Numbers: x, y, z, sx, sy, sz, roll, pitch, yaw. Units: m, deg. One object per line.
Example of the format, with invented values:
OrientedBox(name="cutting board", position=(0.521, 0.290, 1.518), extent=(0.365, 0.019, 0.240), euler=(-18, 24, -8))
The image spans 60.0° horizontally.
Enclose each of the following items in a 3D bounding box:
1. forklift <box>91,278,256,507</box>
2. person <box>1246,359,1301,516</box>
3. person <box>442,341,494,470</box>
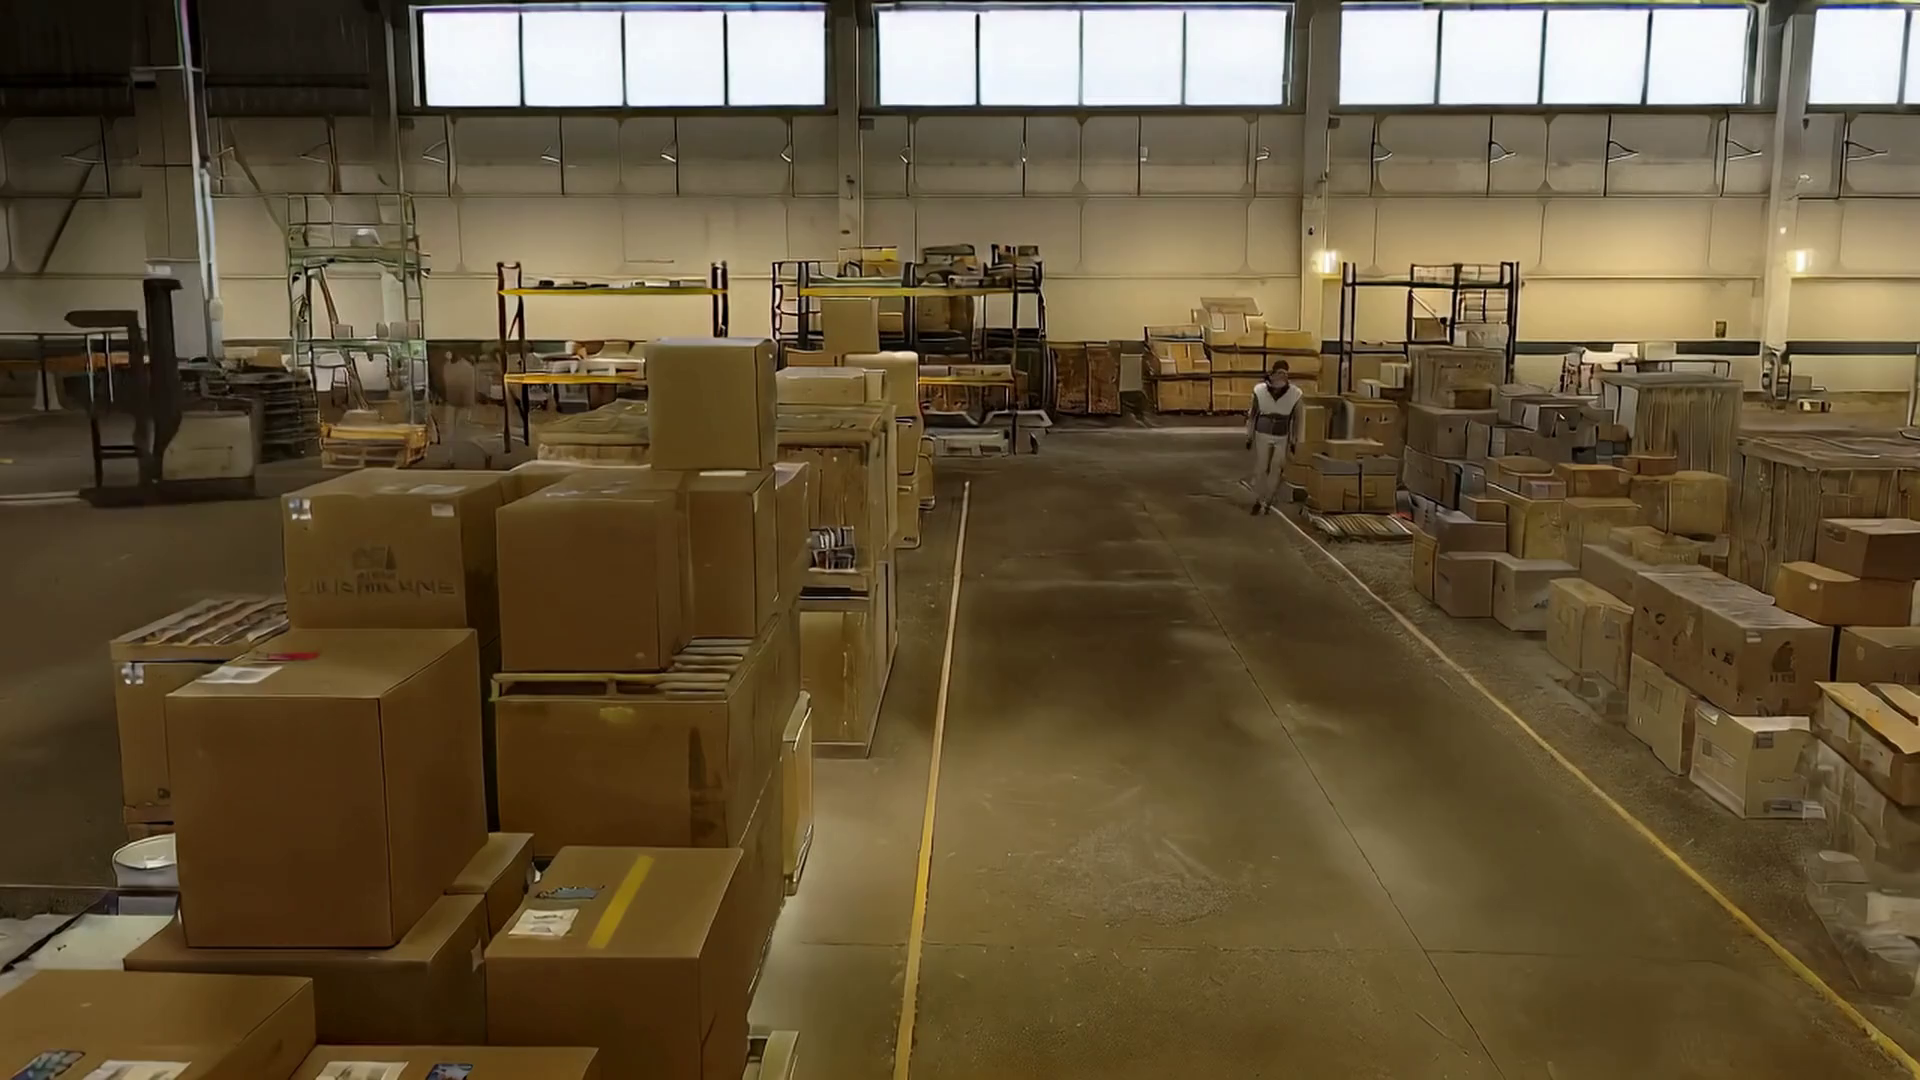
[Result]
OrientedBox(name="forklift", position=(-10.067, -1.916, 21.114), extent=(1.873, 2.768, 1.129), euler=(-4, 10, -25))
OrientedBox(name="person", position=(3.748, -1.220, 19.888), extent=(0.625, 1.890, 0.563), euler=(1, 10, 5))
OrientedBox(name="person", position=(-7.143, -1.908, 23.951), extent=(0.629, 1.919, 0.770), euler=(5, 11, 26))
